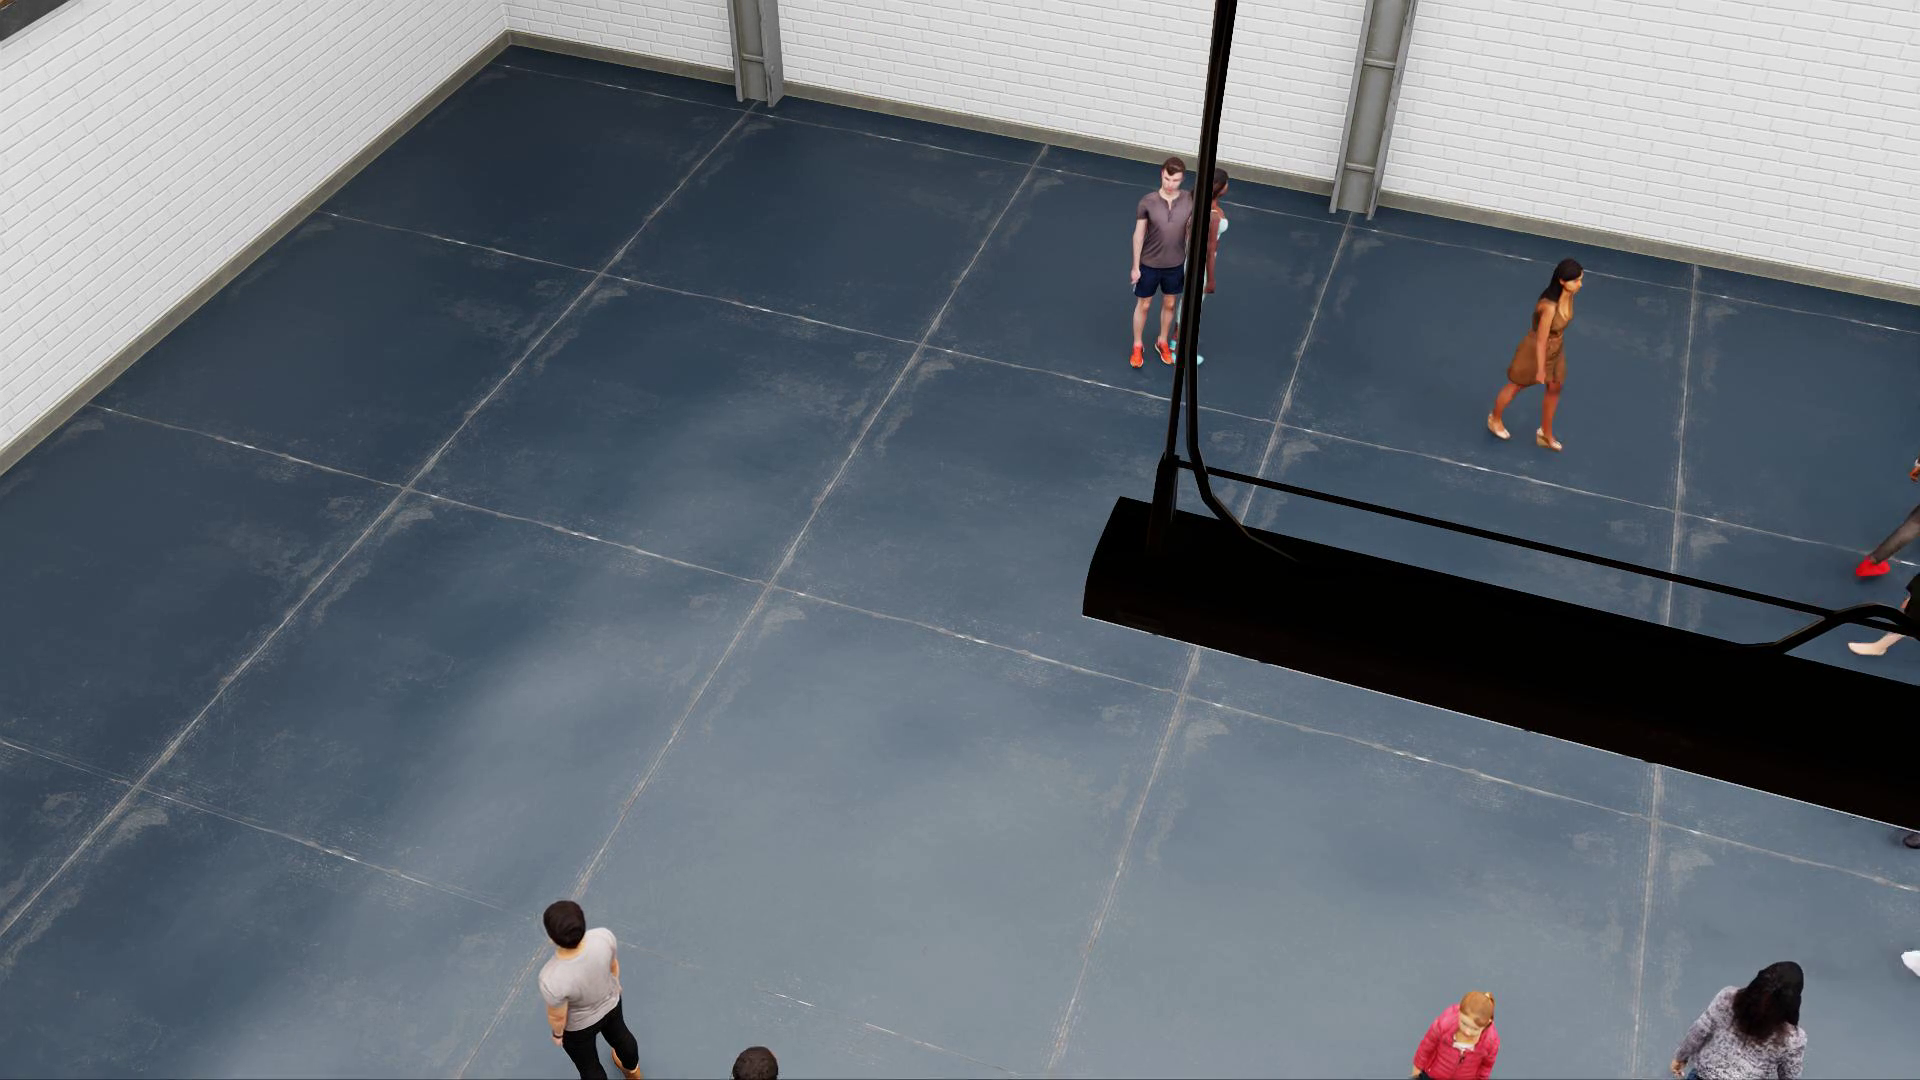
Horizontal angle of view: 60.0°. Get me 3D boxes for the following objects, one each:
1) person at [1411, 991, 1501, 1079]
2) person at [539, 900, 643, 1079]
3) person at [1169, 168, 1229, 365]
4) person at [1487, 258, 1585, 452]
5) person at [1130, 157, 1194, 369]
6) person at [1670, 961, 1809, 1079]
[{"bbox_3d":[2.466,2.654,8.361,0.423,1.318,0.565,15,46,15],"label":"person"},{"bbox_3d":[-1.875,2.355,8.381,0.637,1.724,0.669,29,51,27],"label":"person"},{"bbox_3d":[1.883,-2.163,13.125,0.700,1.721,0.667,-6,44,-6],"label":"person"},{"bbox_3d":[4.238,-1.412,12.378,0.917,1.664,0.772,33,53,30],"label":"person"},{"bbox_3d":[1.591,-2.185,13.054,0.646,1.851,0.789,-5,44,-5],"label":"person"},{"bbox_3d":[3.669,2.653,8.086,1.032,1.698,1.072,-27,50,-25],"label":"person"}]
